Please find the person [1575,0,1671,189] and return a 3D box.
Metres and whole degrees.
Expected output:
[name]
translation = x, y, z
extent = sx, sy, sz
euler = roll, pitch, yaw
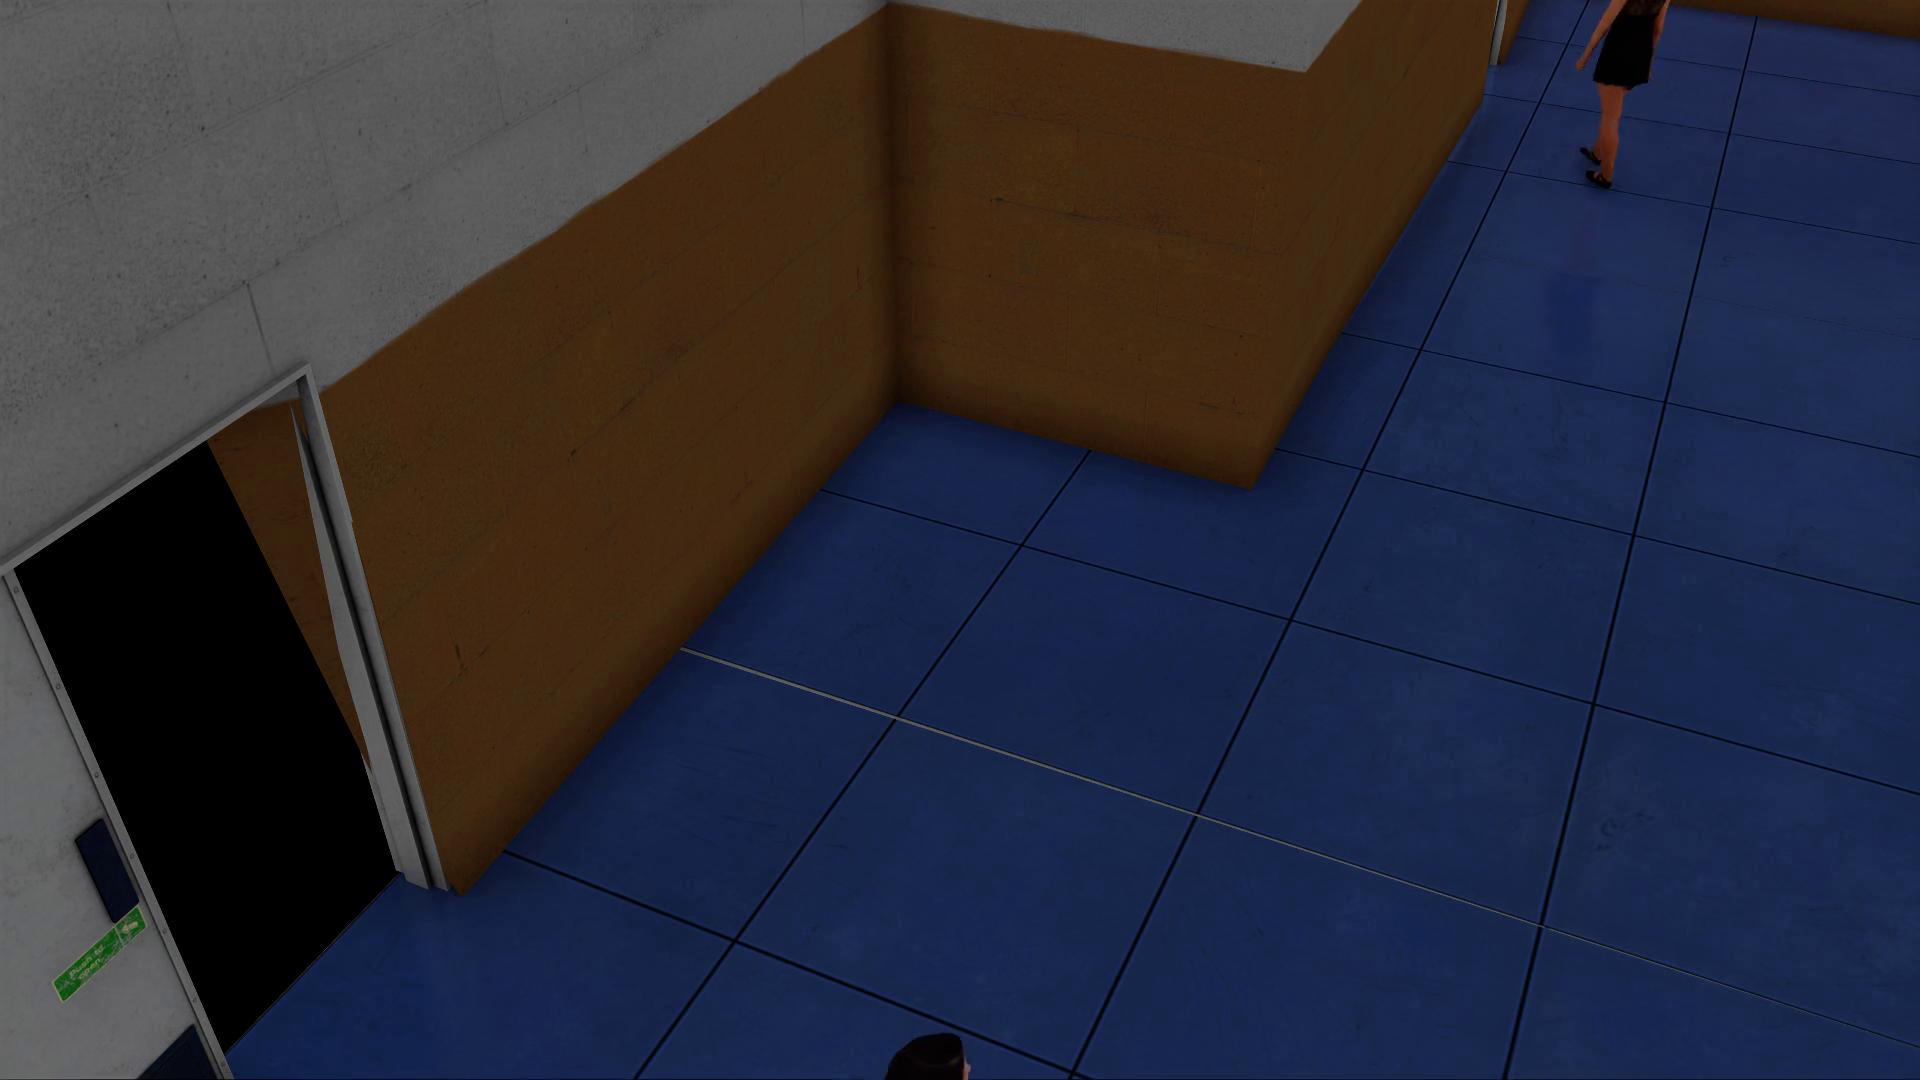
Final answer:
[person]
translation = 4.330, -3.067, 10.758
extent = 0.816, 1.663, 0.872
euler = -11, 38, -14
